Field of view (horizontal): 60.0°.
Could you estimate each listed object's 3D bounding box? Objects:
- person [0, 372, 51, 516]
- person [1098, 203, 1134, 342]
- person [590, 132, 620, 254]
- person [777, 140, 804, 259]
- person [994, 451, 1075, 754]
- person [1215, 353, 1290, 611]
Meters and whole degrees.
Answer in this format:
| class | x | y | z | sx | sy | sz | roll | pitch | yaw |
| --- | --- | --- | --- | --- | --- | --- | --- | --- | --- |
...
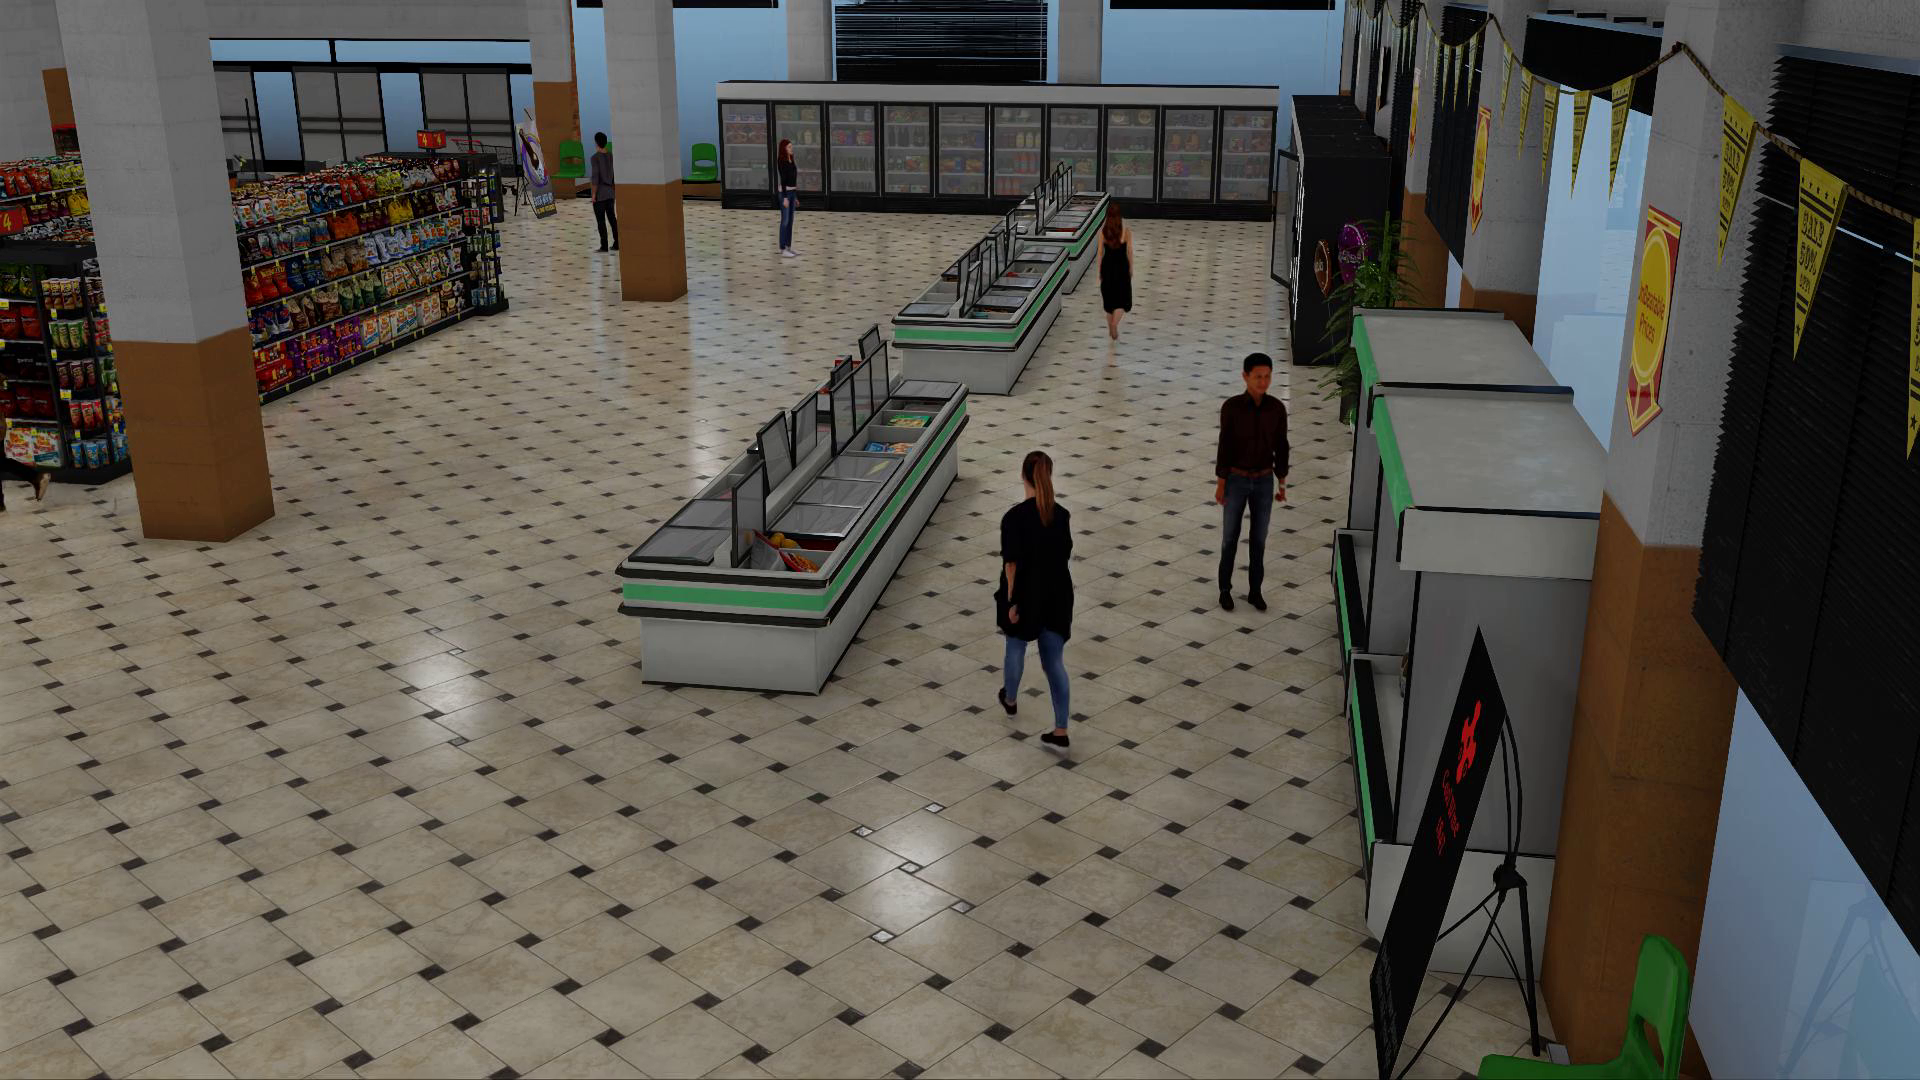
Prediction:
| class | x | y | z | sx | sy | sz | roll | pitch | yaw |
| --- | --- | --- | --- | --- | --- | --- | --- | --- | --- |
| person | -7.675 | -0.908 | 13.281 | 0.880 | 1.441 | 0.863 | -8 | 20 | -23 |
| person | 1.831 | -3.157 | 19.687 | 0.626 | 1.609 | 0.940 | 5 | 19 | 14 |
| person | -5.590 | -5.457 | 26.127 | 0.809 | 1.852 | 0.644 | 13 | 22 | 33 |
| person | -2.662 | -5.283 | 25.716 | 0.676 | 1.786 | 0.540 | 7 | 20 | 21 |
| person | 0.463 | 0.378 | 9.154 | 0.964 | 1.639 | 1.117 | -10 | 21 | -27 |
| person | 1.942 | -0.400 | 11.242 | 0.701 | 1.781 | 0.626 | -1 | 19 | -4 |
